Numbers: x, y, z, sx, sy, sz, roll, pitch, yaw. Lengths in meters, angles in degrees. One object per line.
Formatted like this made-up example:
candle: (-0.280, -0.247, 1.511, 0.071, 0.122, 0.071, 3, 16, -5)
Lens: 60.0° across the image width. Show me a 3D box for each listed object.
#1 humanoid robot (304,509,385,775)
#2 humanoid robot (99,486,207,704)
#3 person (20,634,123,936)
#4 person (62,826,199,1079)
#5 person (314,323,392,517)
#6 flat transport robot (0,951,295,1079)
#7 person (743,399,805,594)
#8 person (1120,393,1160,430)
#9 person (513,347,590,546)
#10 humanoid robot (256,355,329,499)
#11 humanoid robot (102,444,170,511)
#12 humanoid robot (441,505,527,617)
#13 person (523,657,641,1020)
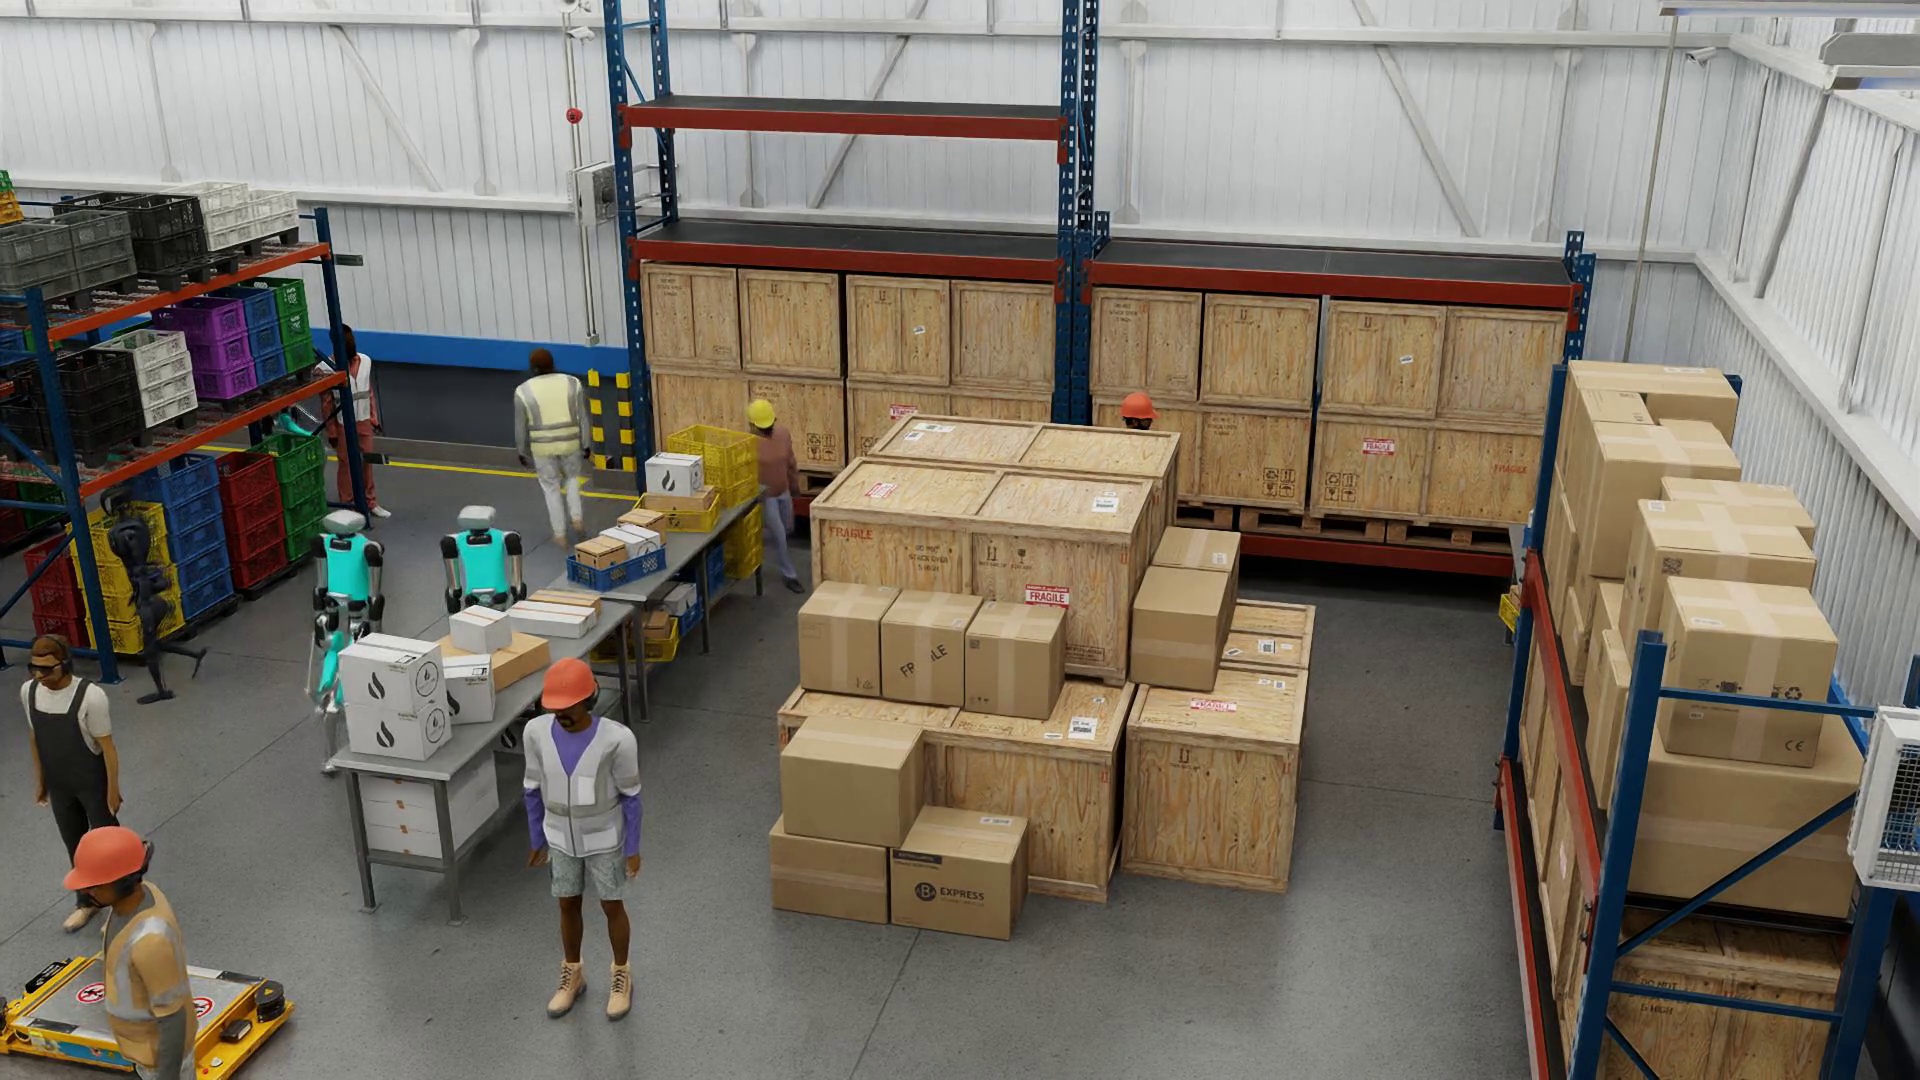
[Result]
humanoid robot: (-4.206, 0.732, 11.115, 0.545, 1.748, 0.965, 6, 22, 16)
humanoid robot: (-5.847, 0.367, 12.115, 0.526, 1.643, 0.608, -14, 25, -33)
person: (-4.925, 1.359, 9.300, 0.501, 1.840, 0.338, 4, 21, 10)
person: (-3.432, 2.112, 7.041, 0.376, 2.040, 0.613, -14, 25, -32)
person: (-5.697, -1.086, 15.574, 0.387, 1.921, 0.594, 12, 24, 28)
flat transport robot: (-4.270, 2.464, 8.601, 1.431, 0.231, 0.659, 5, 22, 13)
person: (-1.630, -0.405, 14.052, 0.653, 1.721, 0.569, 16, 26, 36)
person: (1.390, -0.248, 13.359, 0.356, 1.935, 0.550, -1, 21, -3)
person: (-3.704, -0.844, 15.086, 0.651, 1.819, 0.520, -10, 23, -25)
humanoid robot: (-6.466, -1.137, 15.959, 1.018, 1.732, 0.542, 8, 22, 20)
humanoid robot: (-7.000, -0.506, 14.342, 0.550, 1.729, 0.988, 15, 25, 33)
humanoid robot: (-3.180, 0.717, 11.156, 0.530, 1.814, 0.748, -2, 21, -6)
person: (-1.933, 1.536, 8.543, 0.604, 2.045, 0.380, 3, 21, 8)
